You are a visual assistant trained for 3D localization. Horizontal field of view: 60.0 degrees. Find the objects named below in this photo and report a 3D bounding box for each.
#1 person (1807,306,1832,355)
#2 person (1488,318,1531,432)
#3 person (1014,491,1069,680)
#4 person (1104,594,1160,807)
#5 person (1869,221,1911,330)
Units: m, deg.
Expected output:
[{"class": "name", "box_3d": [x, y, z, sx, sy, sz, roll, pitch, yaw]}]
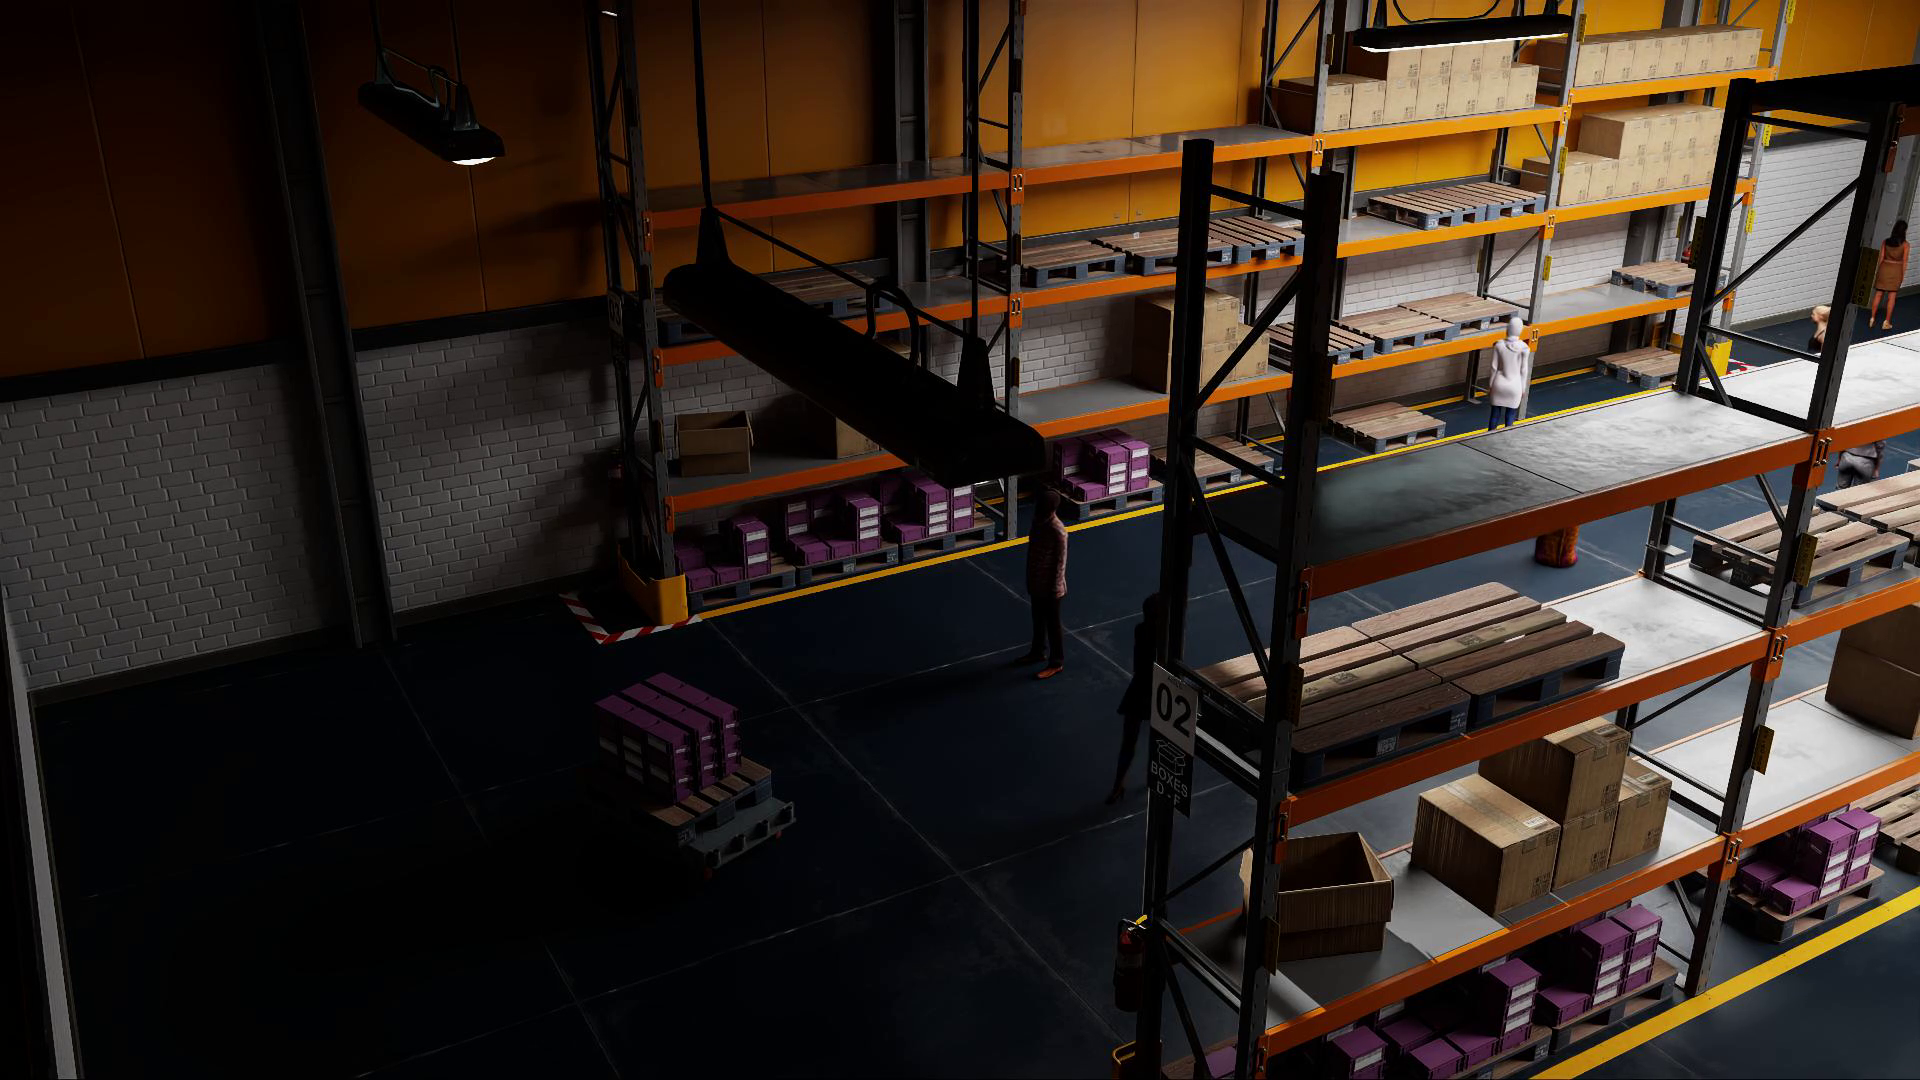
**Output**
[{"class": "person", "box_3d": [10.803, -2.100, 21.043, 0.732, 1.844, 0.662, 7, 25, 16]}, {"class": "person", "box_3d": [6.787, -1.890, 20.644, 0.689, 1.777, 0.691, 13, 27, 28]}, {"class": "person", "box_3d": [0.804, 0.378, 15.422, 0.564, 1.806, 0.664, -13, 27, -27]}, {"class": "person", "box_3d": [1.609, 1.249, 13.429, 0.831, 1.806, 1.112, 19, 30, 37]}, {"class": "person", "box_3d": [14.470, -4.127, 25.877, 0.571, 1.685, 0.606, -20, 31, -38]}]
